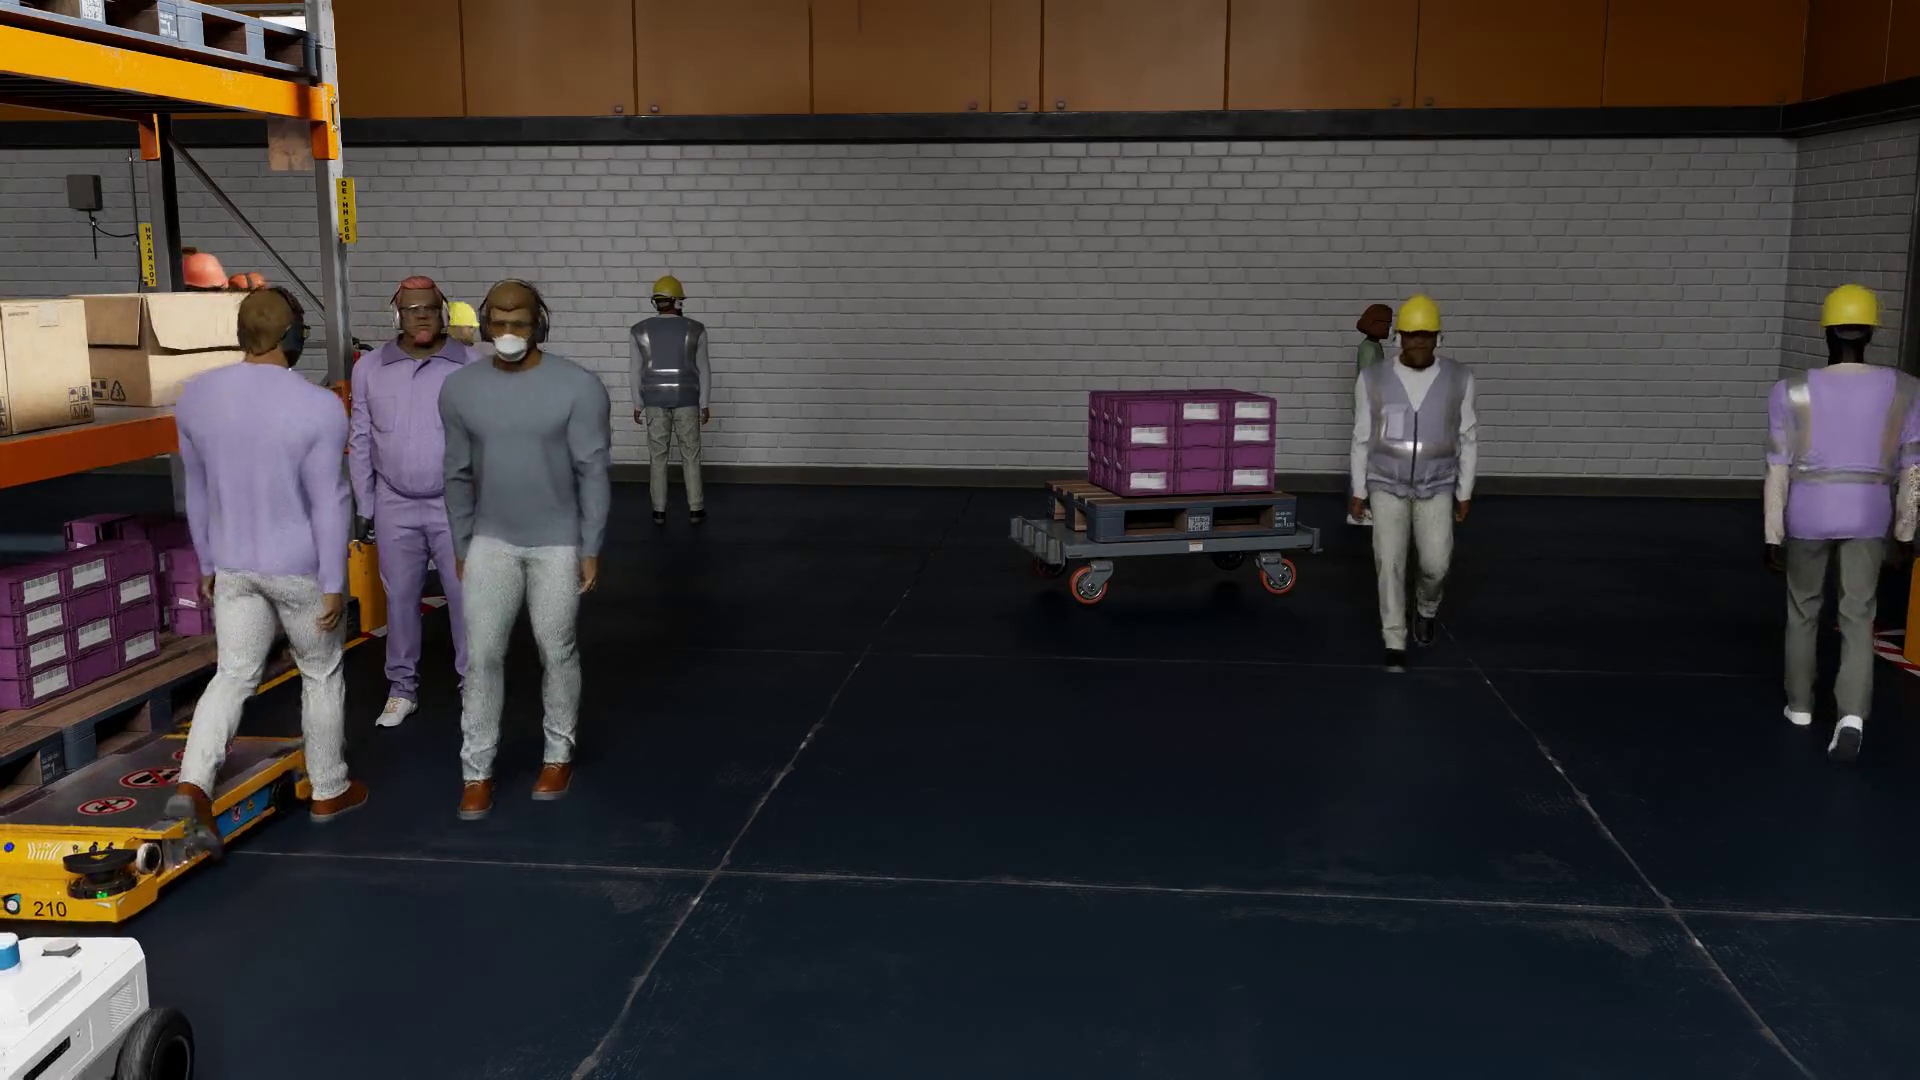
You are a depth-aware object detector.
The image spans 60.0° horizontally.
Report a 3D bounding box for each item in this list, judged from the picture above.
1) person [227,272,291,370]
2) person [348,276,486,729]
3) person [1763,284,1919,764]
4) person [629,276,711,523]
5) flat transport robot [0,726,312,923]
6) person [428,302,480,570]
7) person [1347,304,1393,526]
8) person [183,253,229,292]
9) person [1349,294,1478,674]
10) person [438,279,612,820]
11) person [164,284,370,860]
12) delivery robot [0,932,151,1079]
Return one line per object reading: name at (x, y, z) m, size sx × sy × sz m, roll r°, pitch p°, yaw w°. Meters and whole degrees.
person at (-4.322, -0.707, 10.307) m, size 0.585 × 1.882 × 0.337 m, roll 9°, pitch 14°, yaw 43°
person at (-2.260, -0.153, 7.061) m, size 0.641 × 1.913 × 0.407 m, roll -1°, pitch 10°, yaw -7°
person at (3.549, -0.080, 6.715) m, size 0.594 × 1.897 × 0.933 m, roll 4°, pitch 11°, yaw 20°
person at (-2.141, -1.033, 12.335) m, size 0.591 × 1.829 × 0.404 m, roll -1°, pitch 10°, yaw -5°
flat transport robot at (-2.745, 0.917, 5.623) m, size 0.652 × 0.197 × 1.431 m, roll 1°, pitch 10°, yaw 5°
person at (-3.178, -0.667, 10.625) m, size 0.881 × 1.695 × 0.492 m, roll -5°, pitch 11°, yaw -26°
person at (3.030, -0.922, 12.279) m, size 0.266 × 1.628 × 0.501 m, roll 3°, pitch 10°, yaw 17°
person at (-4.868, -0.829, 10.698) m, size 0.693 × 1.996 × 0.694 m, roll -9°, pitch 13°, yaw -41°
person at (2.184, -0.281, 8.053) m, size 0.600 × 1.815 × 0.523 m, roll 2°, pitch 10°, yaw 12°
person at (-1.554, 0.034, 5.970) m, size 0.646 × 1.913 × 0.648 m, roll 0°, pitch 10°, yaw 0°
person at (-2.348, 0.110, 5.573) m, size 0.644 × 1.916 × 0.892 m, roll 1°, pitch 10°, yaw 7°
delivery robot at (-2.056, 1.088, 3.568) m, size 0.477 × 0.478 × 0.707 m, roll 0°, pitch 10°, yaw 0°
